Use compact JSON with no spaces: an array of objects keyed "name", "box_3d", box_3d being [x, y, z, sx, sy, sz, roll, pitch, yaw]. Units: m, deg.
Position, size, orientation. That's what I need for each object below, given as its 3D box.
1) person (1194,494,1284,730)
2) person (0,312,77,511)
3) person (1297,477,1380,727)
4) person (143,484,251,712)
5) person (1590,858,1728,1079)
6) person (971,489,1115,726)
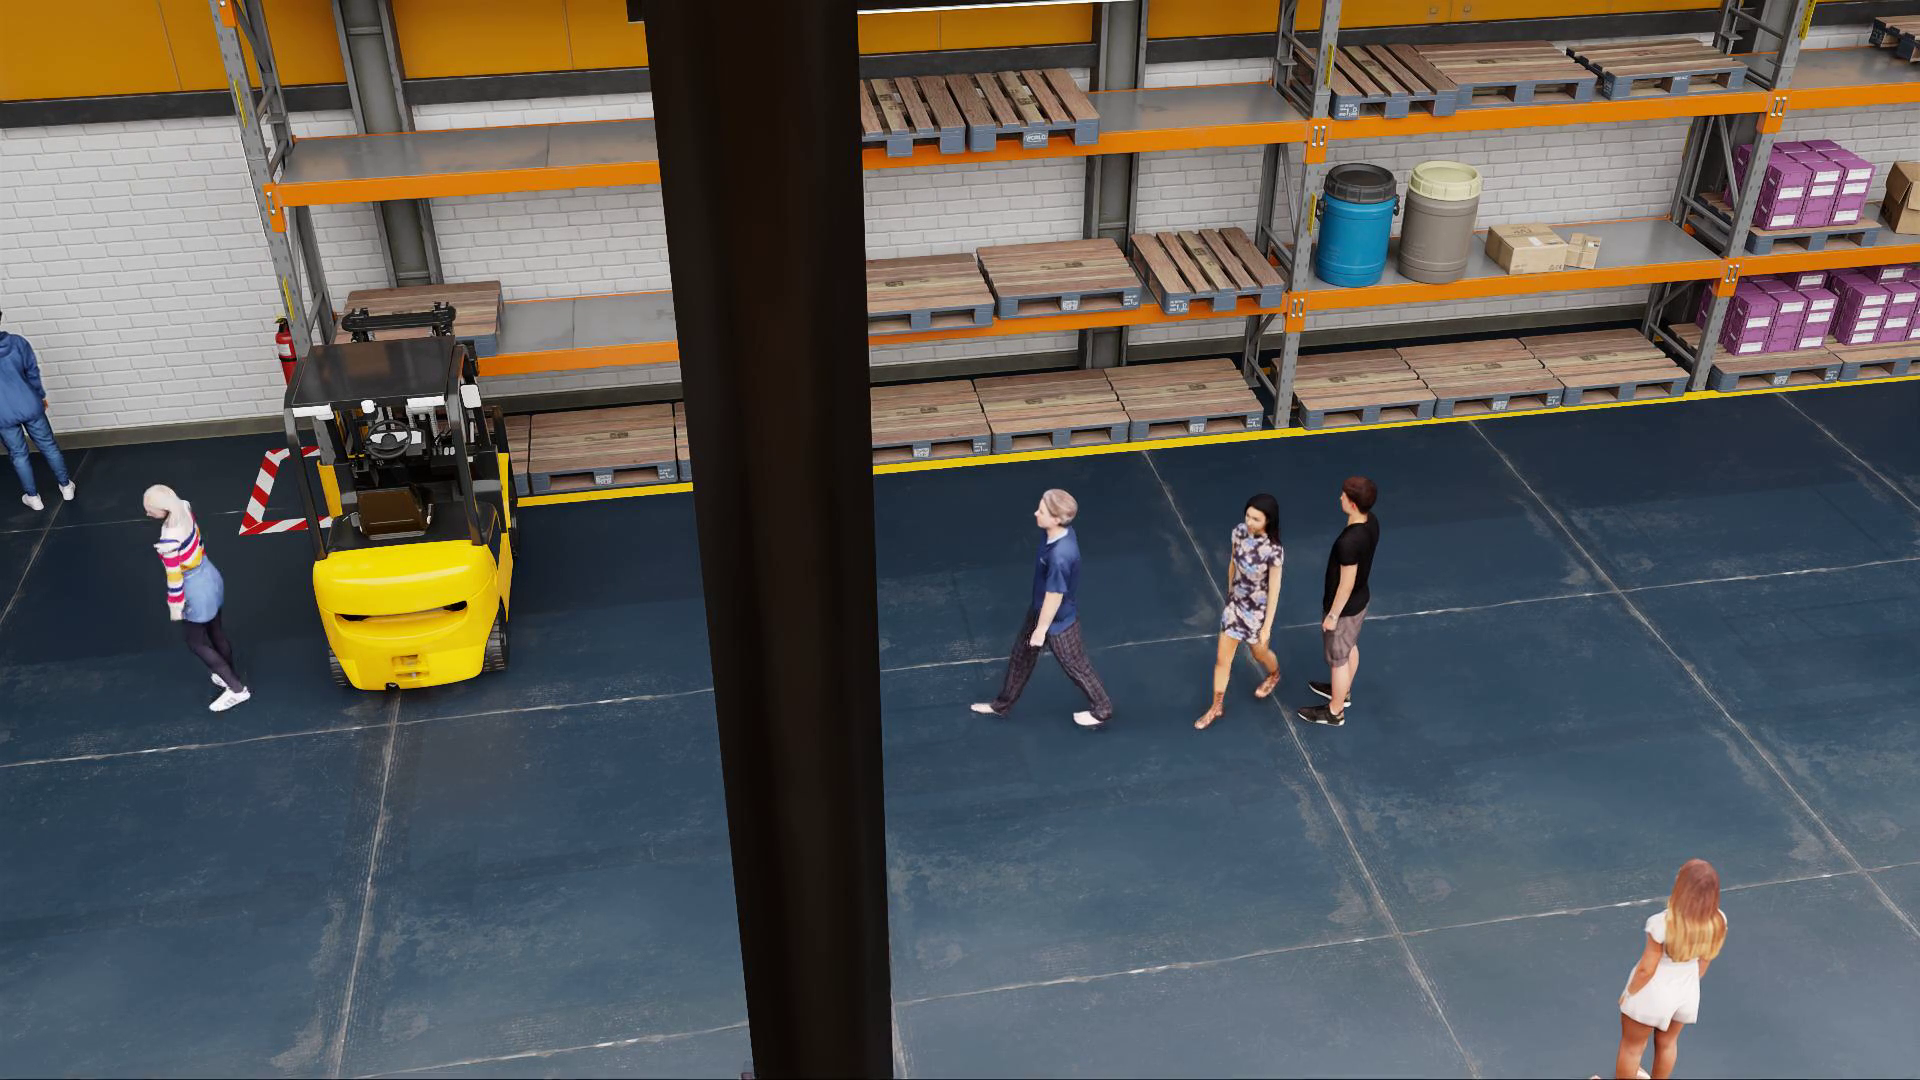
[{"name":"person","box_3d":[1.992,0.437,11.014,1.102,1.713,0.947,-27,42,-34]},{"name":"person","box_3d":[-7.511,-1.079,13.206,0.675,1.811,0.812,-23,40,-31]},{"name":"person","box_3d":[2.542,0.400,10.936,0.787,1.860,0.768,15,37,22]},{"name":"person","box_3d":[-5.098,0.314,11.134,0.659,1.784,0.737,9,35,13]},{"name":"person","box_3d":[3.509,2.250,8.301,0.478,1.697,0.622,-6,34,-9]},{"name":"person","box_3d":[0.705,0.507,10.817,1.222,1.815,0.779,-1,34,-2]}]
